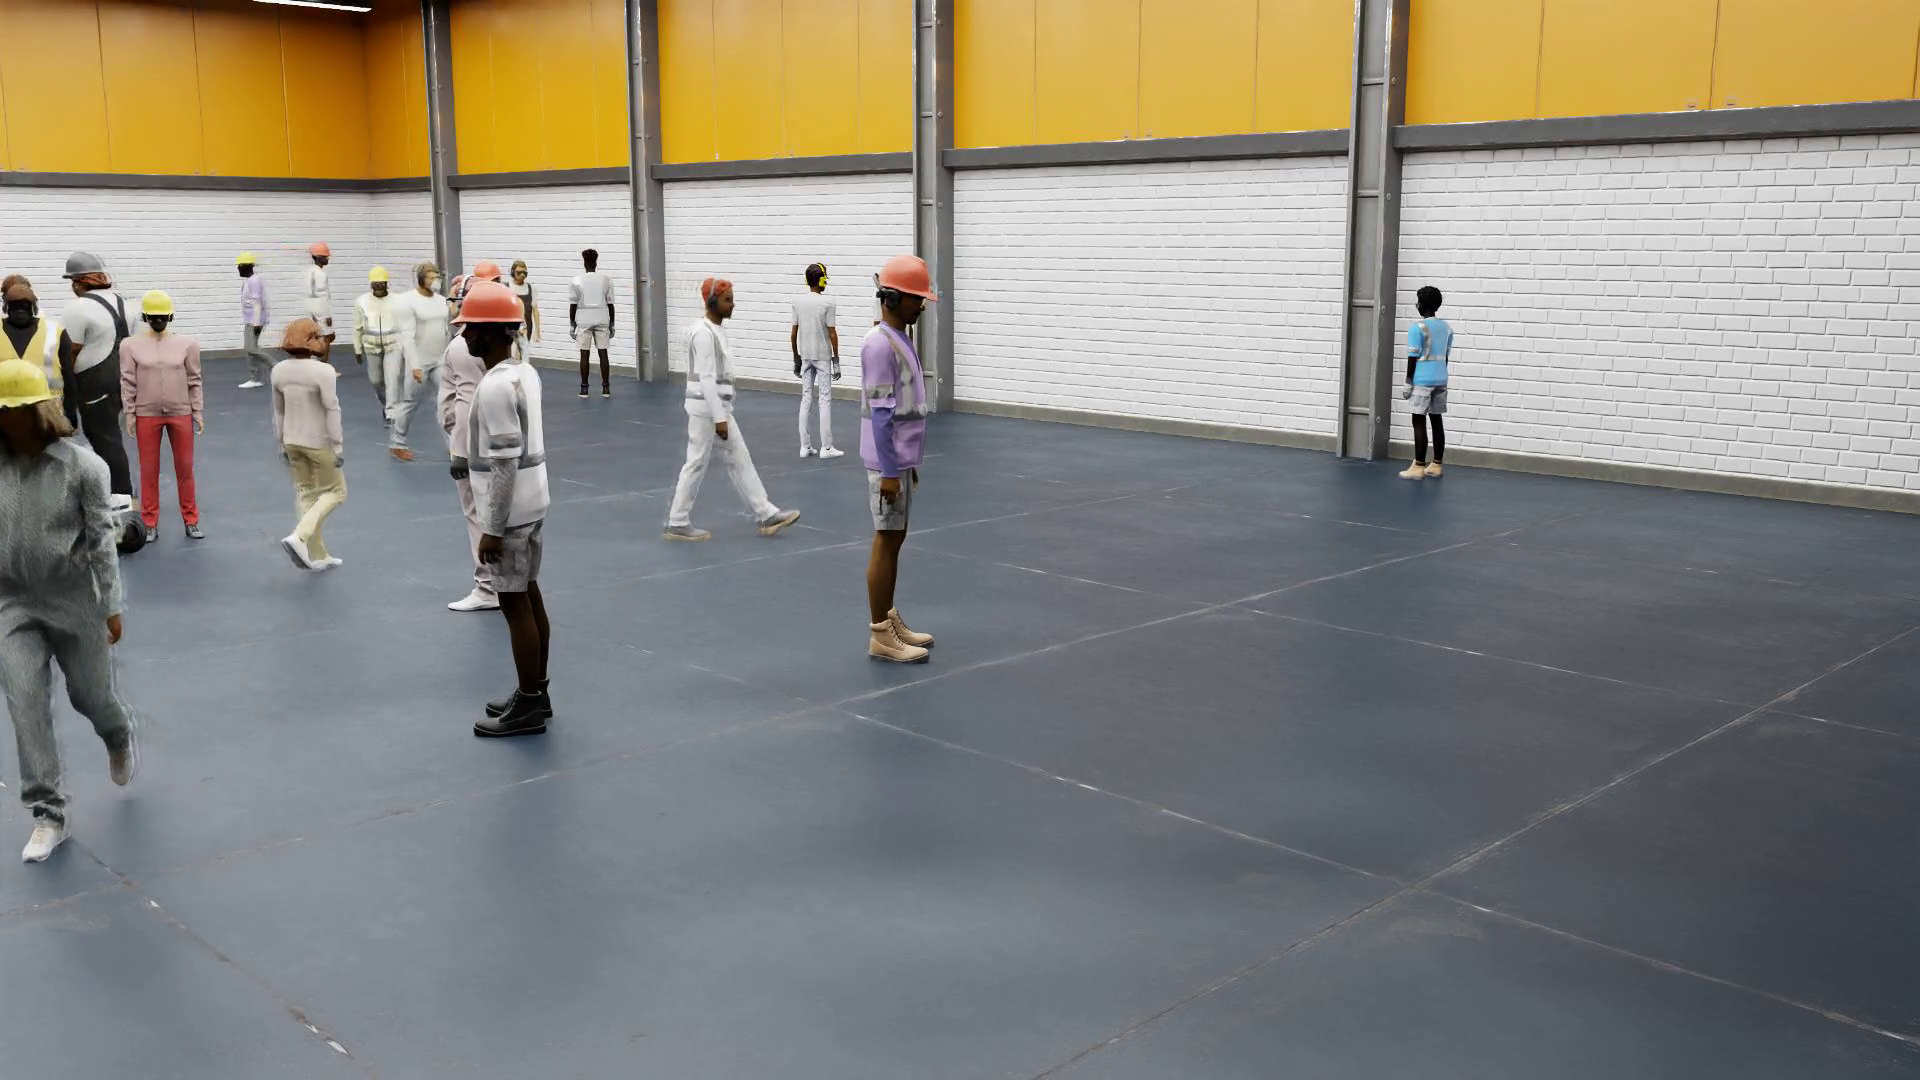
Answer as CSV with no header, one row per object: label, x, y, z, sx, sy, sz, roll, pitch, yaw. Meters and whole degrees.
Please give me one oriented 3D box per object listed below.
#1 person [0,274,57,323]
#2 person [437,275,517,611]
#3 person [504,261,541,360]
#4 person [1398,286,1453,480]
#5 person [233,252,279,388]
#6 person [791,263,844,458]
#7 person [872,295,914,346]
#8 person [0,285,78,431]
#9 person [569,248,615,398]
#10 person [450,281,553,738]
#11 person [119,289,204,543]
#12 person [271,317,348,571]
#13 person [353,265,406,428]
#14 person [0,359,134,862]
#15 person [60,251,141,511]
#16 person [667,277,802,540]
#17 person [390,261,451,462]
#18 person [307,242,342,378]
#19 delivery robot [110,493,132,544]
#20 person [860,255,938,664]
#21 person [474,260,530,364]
person,-7.483,-1.215,13.378,0.663,1.824,0.442,1,10,6
person,-2.766,-0.551,9.512,0.407,1.906,0.655,1,10,6
person,-5.600,-2.657,21.291,0.503,1.796,0.943,-8,13,-37
person,4.101,-1.376,14.604,0.534,1.692,0.319,-8,13,-37
person,-9.860,-3.082,23.318,0.529,1.904,0.601,-7,13,-34
person,-1.375,-1.717,15.998,0.536,1.860,0.314,5,12,27
person,-0.654,-1.881,16.870,0.513,1.872,0.328,-7,13,-34
person,-6.683,-0.920,11.879,0.657,1.777,1.006,-4,11,-21
person,-4.843,-2.854,21.934,0.602,1.959,0.371,-4,11,-21
person,-1.948,-0.125,7.101,0.365,1.939,0.542,0,10,-2
person,-5.556,-0.863,11.618,0.522,1.763,0.319,-6,12,-29
person,-4.113,-0.587,10.468,0.516,1.618,0.455,4,11,21
person,-6.498,-2.188,18.731,0.602,1.804,0.823,-2,11,-11
person,-3.207,0.204,5.894,0.488,1.715,0.711,-2,11,-12
person,-6.698,-1.226,12.832,0.611,2.000,0.685,1,10,3
person,-1.618,-0.897,11.598,0.954,1.831,0.601,1,10,7
person,-4.994,-1.654,15.606,1.011,1.893,0.642,6,12,31
person,-9.494,-3.407,24.761,0.451,2.023,0.629,-7,12,-33
delivery robot,-5.863,-0.190,10.980,0.707,0.478,0.477,2,10,9
person,-0.304,-0.405,8.374,0.385,2.035,0.605,1,10,6
person,-4.317,-1.654,15.554,0.557,1.895,0.677,-2,11,-11
